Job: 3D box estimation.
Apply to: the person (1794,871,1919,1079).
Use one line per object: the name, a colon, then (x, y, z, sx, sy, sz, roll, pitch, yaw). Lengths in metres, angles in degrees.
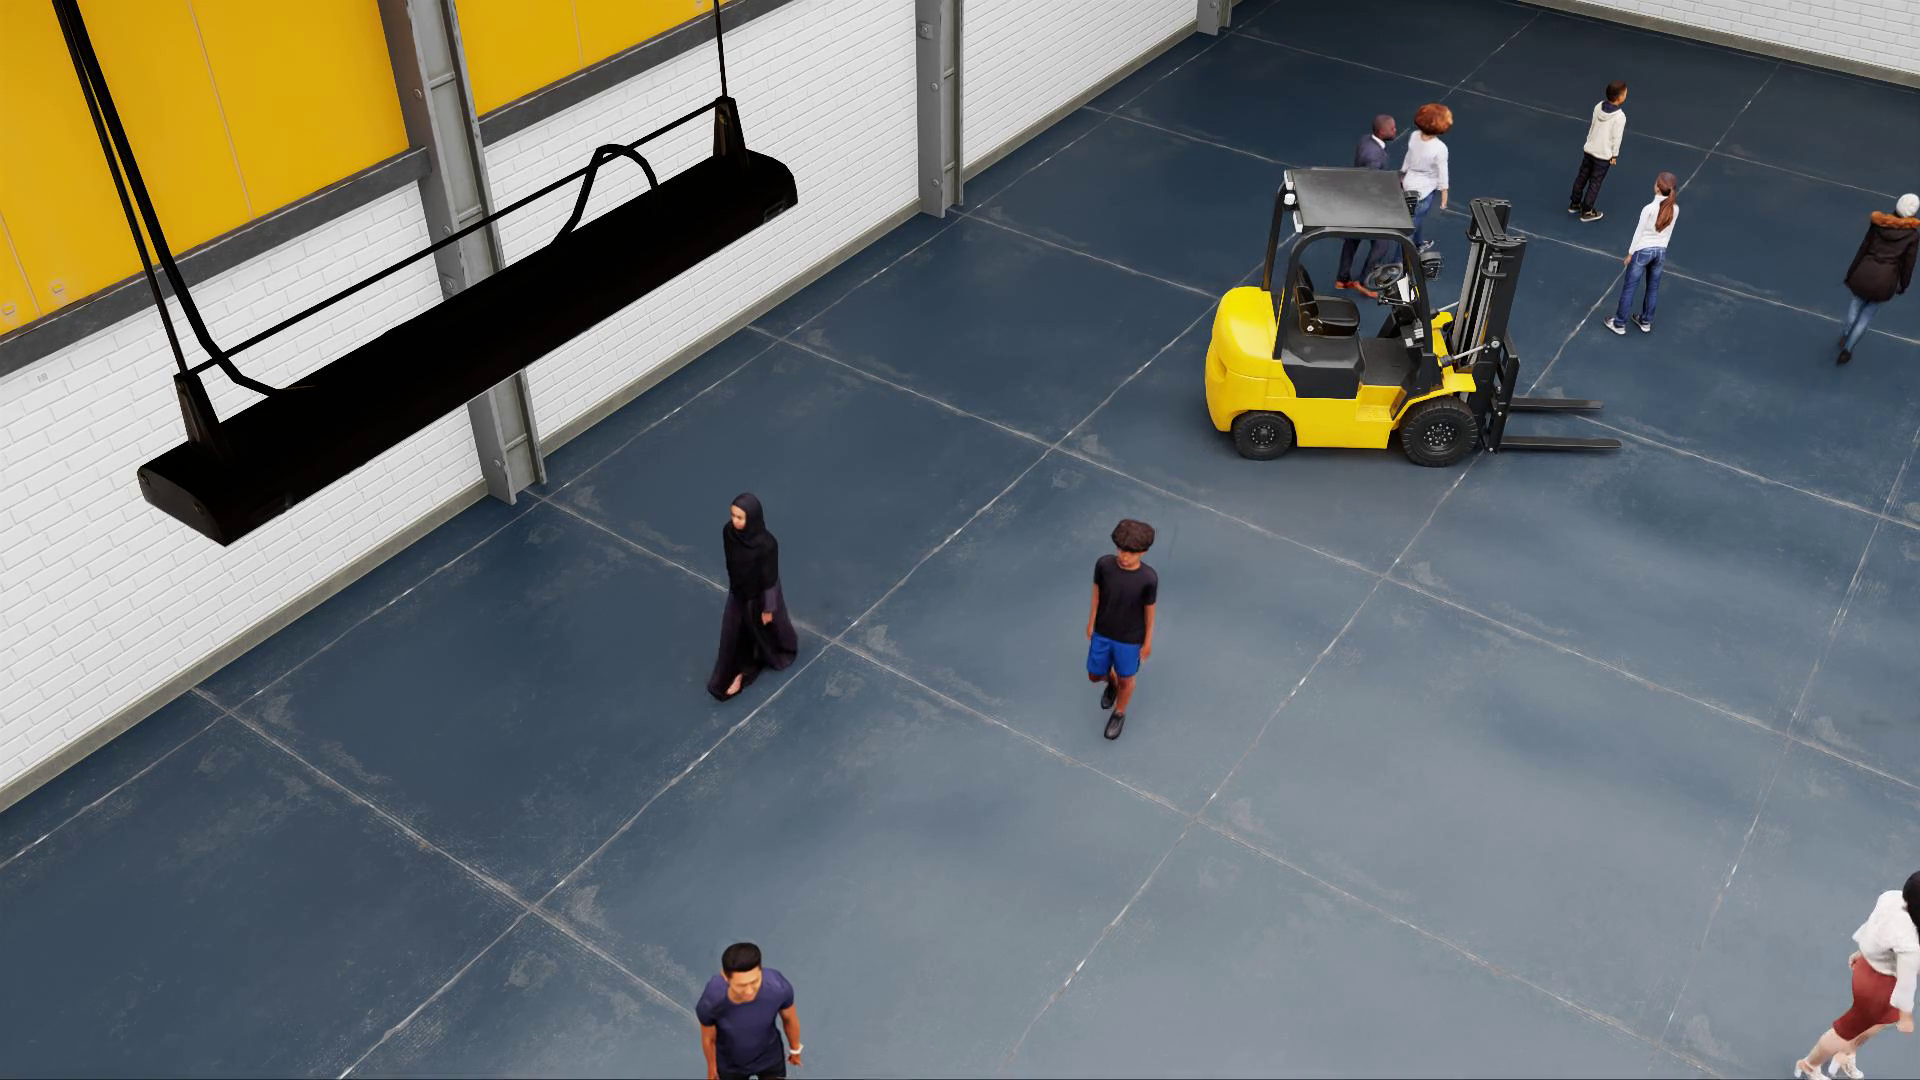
person: (4.748, 2.351, 8.774, 0.736, 1.739, 0.628, 13, 40, 16)

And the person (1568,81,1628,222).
person: (6.497, -3.970, 16.919, 0.664, 1.452, 0.652, -17, 42, -20)

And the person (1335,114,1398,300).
person: (3.726, -3.134, 15.583, 0.901, 1.813, 0.817, 0, 39, 0)

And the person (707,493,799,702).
person: (-1.359, 0.308, 11.438, 0.657, 1.606, 1.088, 21, 43, 24)

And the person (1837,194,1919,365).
person: (8.045, -2.274, 14.662, 0.683, 1.617, 0.771, 29, 47, 31)

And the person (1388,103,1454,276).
person: (4.338, -3.338, 15.943, 1.069, 1.683, 0.909, -19, 43, -23)

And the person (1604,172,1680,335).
person: (6.270, -2.608, 15.131, 0.616, 1.554, 0.676, -6, 39, -8)

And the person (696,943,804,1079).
person: (-1.068, 2.584, 8.445, 0.732, 1.784, 0.799, -7, 39, -9)

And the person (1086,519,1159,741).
person: (1.093, 0.535, 11.012, 0.680, 1.784, 0.761, 17, 42, 20)
